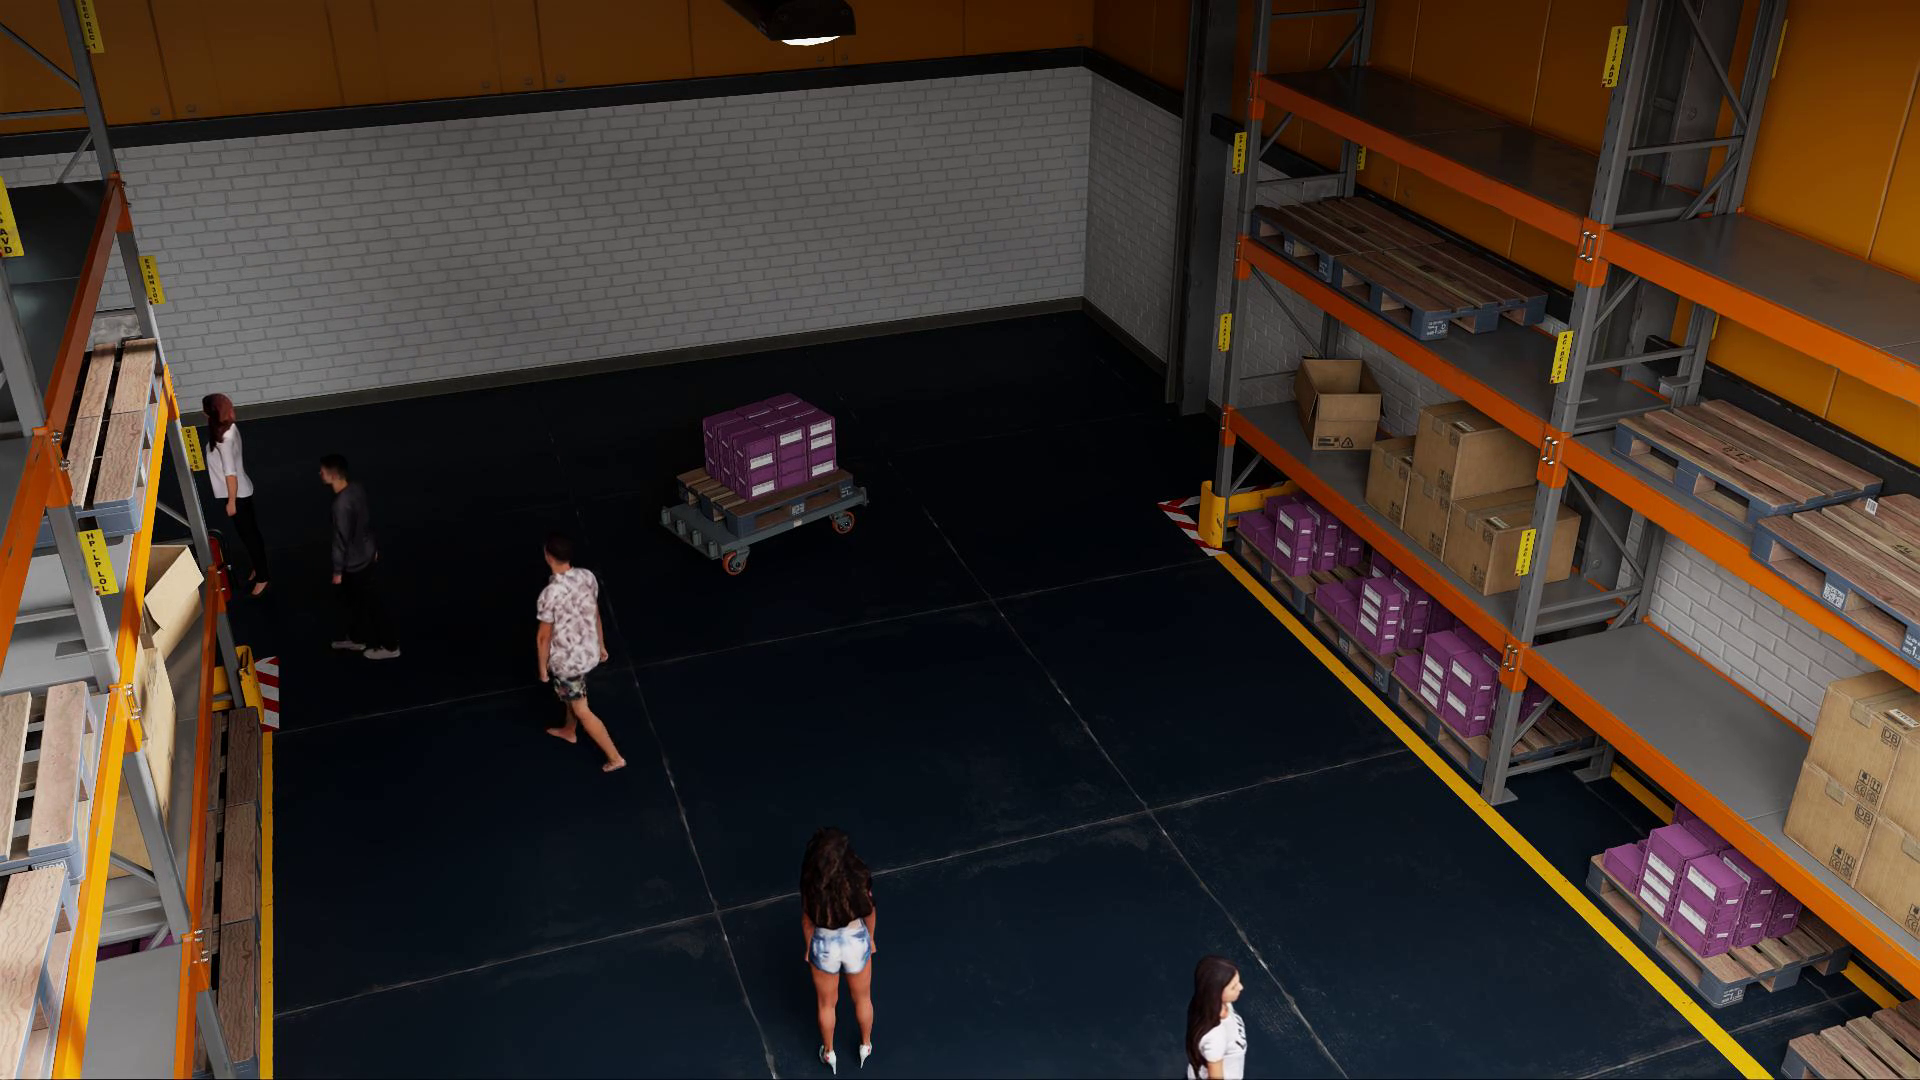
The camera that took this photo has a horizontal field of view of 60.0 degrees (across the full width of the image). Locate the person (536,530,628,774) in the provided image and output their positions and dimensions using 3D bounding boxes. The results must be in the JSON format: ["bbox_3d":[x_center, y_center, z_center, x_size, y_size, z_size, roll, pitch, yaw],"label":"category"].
[{"bbox_3d":[-2.604,0.796,11.420,1.217,1.793,1.089,17,33,28],"label":"person"}]

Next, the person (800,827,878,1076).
[{"bbox_3d":[-0.650,2.222,8.981,0.585,1.626,0.587,-6,29,-10],"label":"person"}]

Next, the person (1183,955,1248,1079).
[{"bbox_3d":[1.166,2.692,7.964,0.722,1.774,0.595,2,29,4],"label":"person"}]

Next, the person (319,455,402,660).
[{"bbox_3d":[-4.505,0.146,12.658,0.810,1.748,0.801,-2,29,-4],"label":"person"}]

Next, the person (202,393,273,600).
[{"bbox_3d":[-5.877,-0.370,13.557,0.671,1.795,0.461,-12,31,-20],"label":"person"}]
